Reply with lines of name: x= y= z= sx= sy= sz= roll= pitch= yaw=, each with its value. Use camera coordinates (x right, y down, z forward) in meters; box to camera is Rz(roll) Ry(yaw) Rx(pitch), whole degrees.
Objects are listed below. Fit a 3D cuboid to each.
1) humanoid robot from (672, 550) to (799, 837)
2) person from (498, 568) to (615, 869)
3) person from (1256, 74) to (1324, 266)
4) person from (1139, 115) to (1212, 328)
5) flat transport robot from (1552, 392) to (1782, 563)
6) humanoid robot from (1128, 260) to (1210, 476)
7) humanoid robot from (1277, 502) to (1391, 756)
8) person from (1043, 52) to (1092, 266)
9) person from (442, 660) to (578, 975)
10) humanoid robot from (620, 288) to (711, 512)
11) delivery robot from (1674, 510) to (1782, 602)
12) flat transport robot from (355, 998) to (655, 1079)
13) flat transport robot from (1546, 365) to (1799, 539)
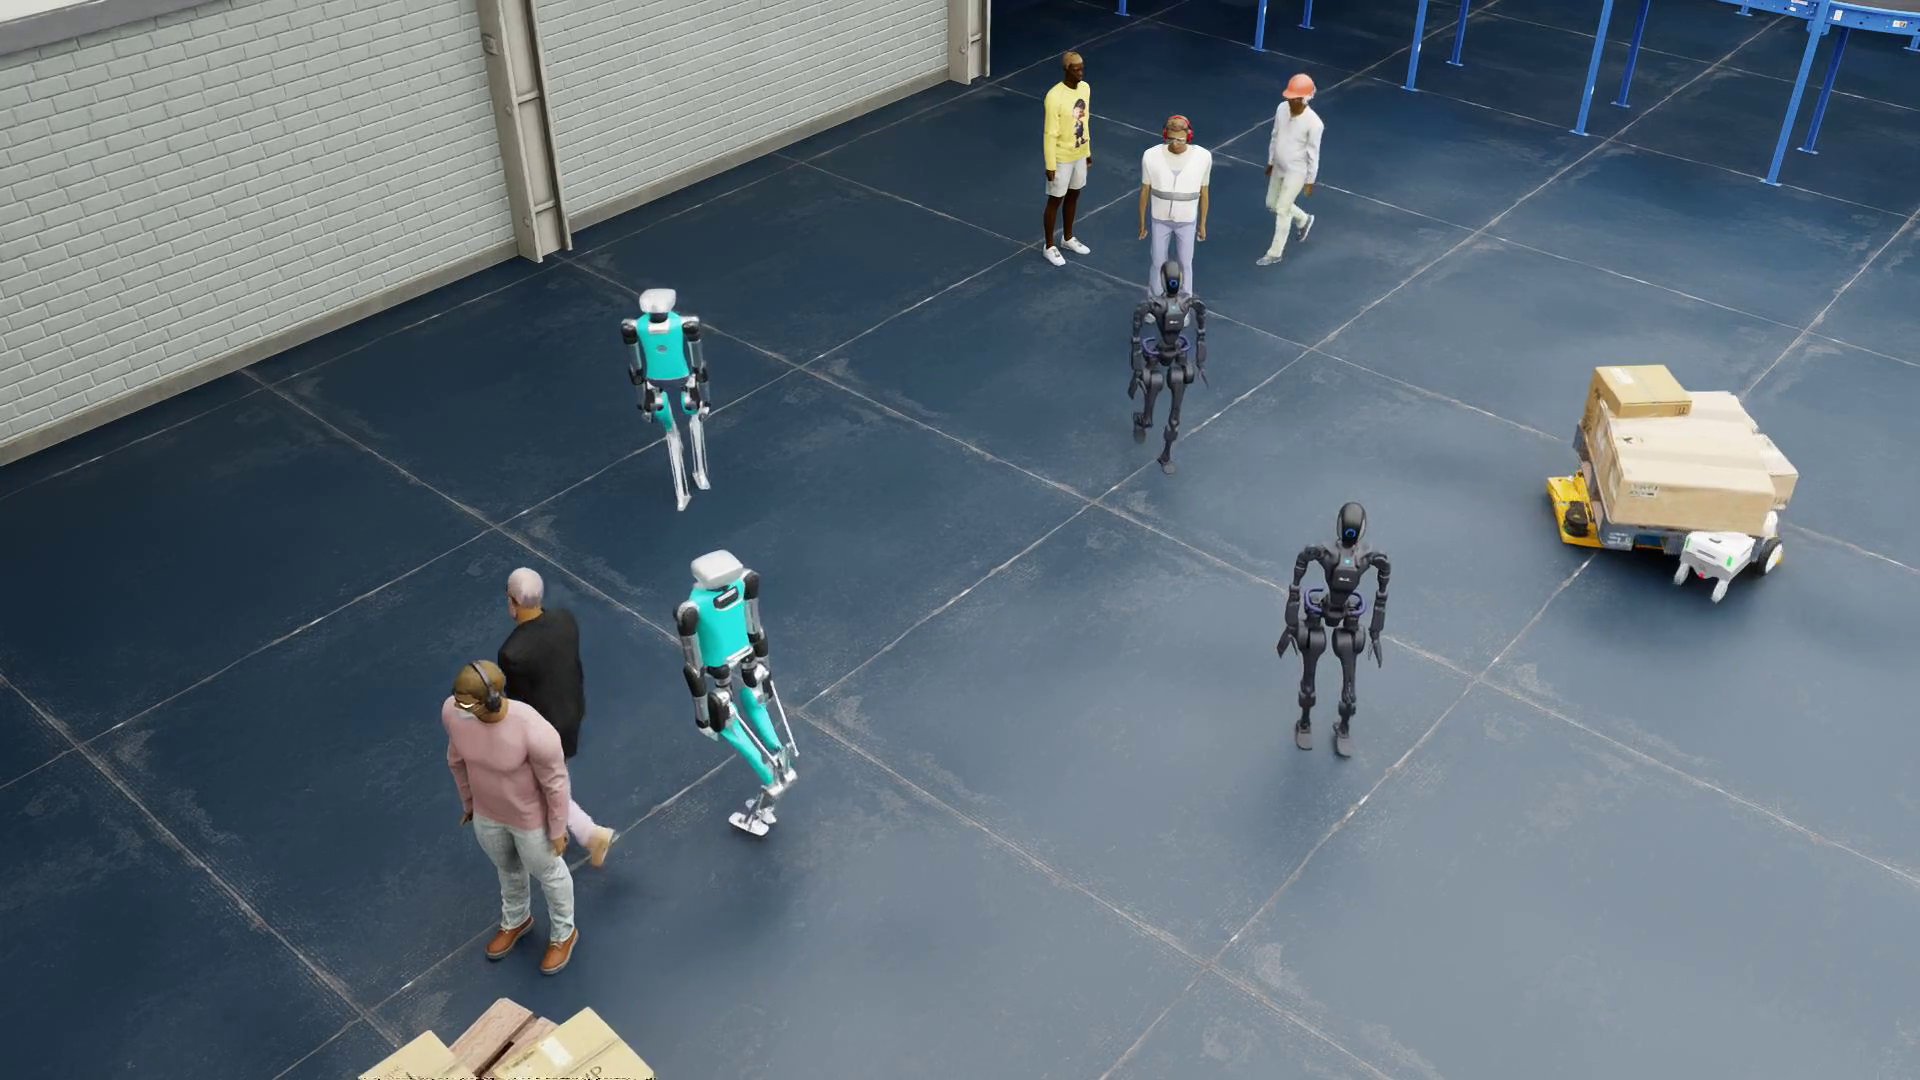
humanoid robot: x=-1.081 y=0.915 z=8.825 sx=0.698 sy=1.778 sz=0.537 roll=27 pitch=43 yaw=32
person: x=-2.127 y=0.956 z=8.706 sx=0.675 sy=1.821 sz=0.556 roll=18 pitch=39 yaw=23
person: x=2.963 y=-3.309 z=14.763 sx=0.621 sy=1.735 sz=0.571 roll=-16 pitch=39 yaw=-21
person: x=1.760 y=-2.649 z=13.764 sx=0.565 sy=1.833 sz=0.396 roll=5 pitch=36 yaw=7
flat transport robot: x=4.916 y=-0.155 z=11.606 sx=1.431 sy=0.231 sz=0.659 roll=5 pitch=36 yaw=8
humanoid robot: x=1.494 y=-1.286 z=11.986 sx=0.595 sy=1.647 sz=0.476 roll=-6 pitch=36 yaw=-8
humanoid robot: x=2.120 y=0.503 z=9.458 sx=0.591 sy=1.650 sz=0.338 roll=3 pitch=36 yaw=5
person: x=0.952 y=-3.395 z=14.750 sx=0.556 sy=1.898 sz=0.366 roll=-30 pitch=45 yaw=-35
person: x=-2.168 y=1.331 z=8.083 sx=0.628 sy=1.937 sz=0.378 roll=14 pitch=38 yaw=18
humanoid robot: x=-1.987 y=-1.057 z=11.591 sx=0.538 sy=1.757 sz=0.759 roll=-2 pitch=35 yaw=-2
delivery robot: x=5.130 y=0.016 z=11.106 sx=0.769 sy=0.580 sz=0.499 roll=-29 pitch=45 yaw=-34
flat transport robot: x=-2.005 y=2.850 z=7.386 sx=1.431 sy=0.231 sz=0.659 roll=19 pitch=40 yaw=25
flat transport robot: x=4.983 y=-0.290 z=11.794 sx=1.431 sy=0.231 sz=0.659 roll=-2 pitch=36 yaw=-3
